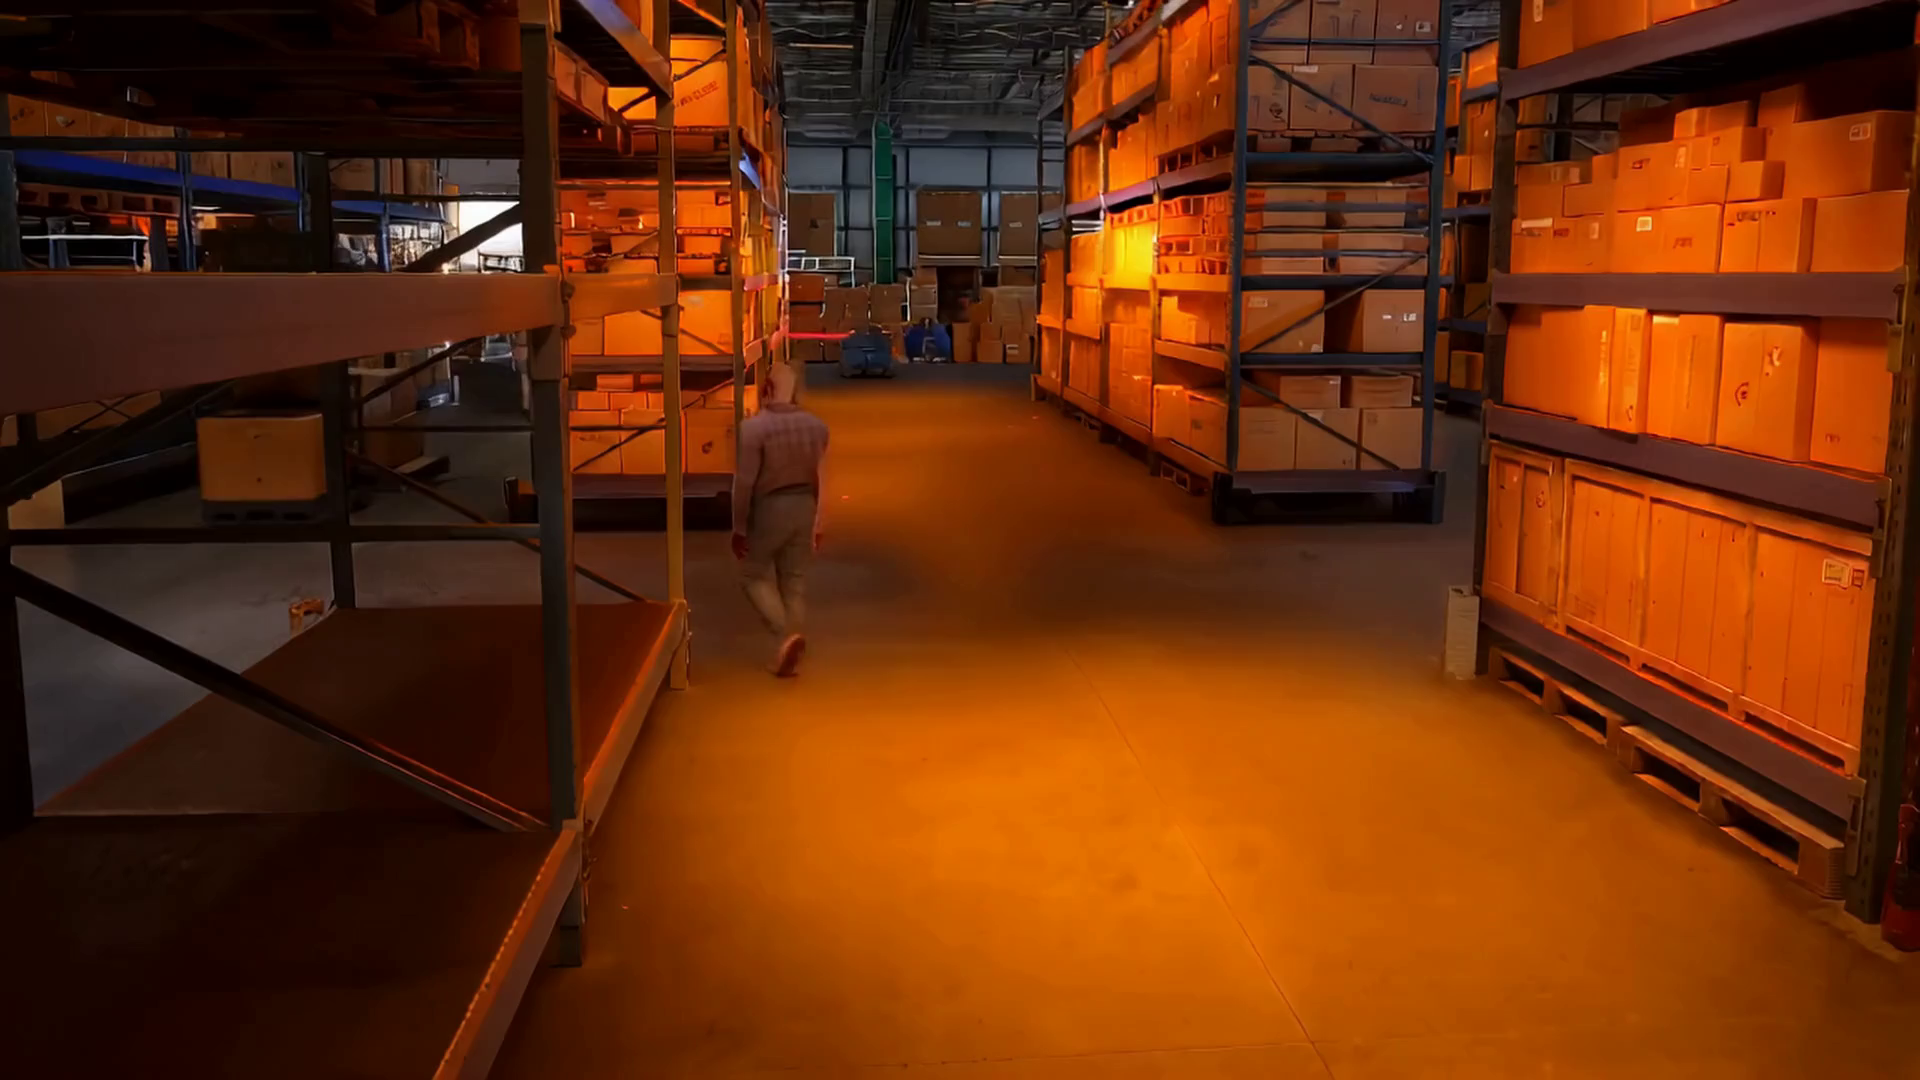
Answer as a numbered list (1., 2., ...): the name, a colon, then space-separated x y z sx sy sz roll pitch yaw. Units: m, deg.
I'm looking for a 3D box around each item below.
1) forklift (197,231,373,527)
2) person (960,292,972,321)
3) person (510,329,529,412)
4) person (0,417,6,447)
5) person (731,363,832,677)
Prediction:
1. forklift: -6.622 -1.605 16.208 1.129 2.768 1.873 -1 9 -4
2. person: 0.313 -9.077 66.749 0.512 1.706 0.830 -6 11 -34
3. person: -7.728 -3.254 29.633 0.555 1.910 0.892 -5 10 -28
4. person: -12.918 -1.980 22.358 0.542 1.670 0.758 -1 9 -5
5. person: -1.037 -0.093 9.810 0.661 1.887 0.509 -7 11 -36
